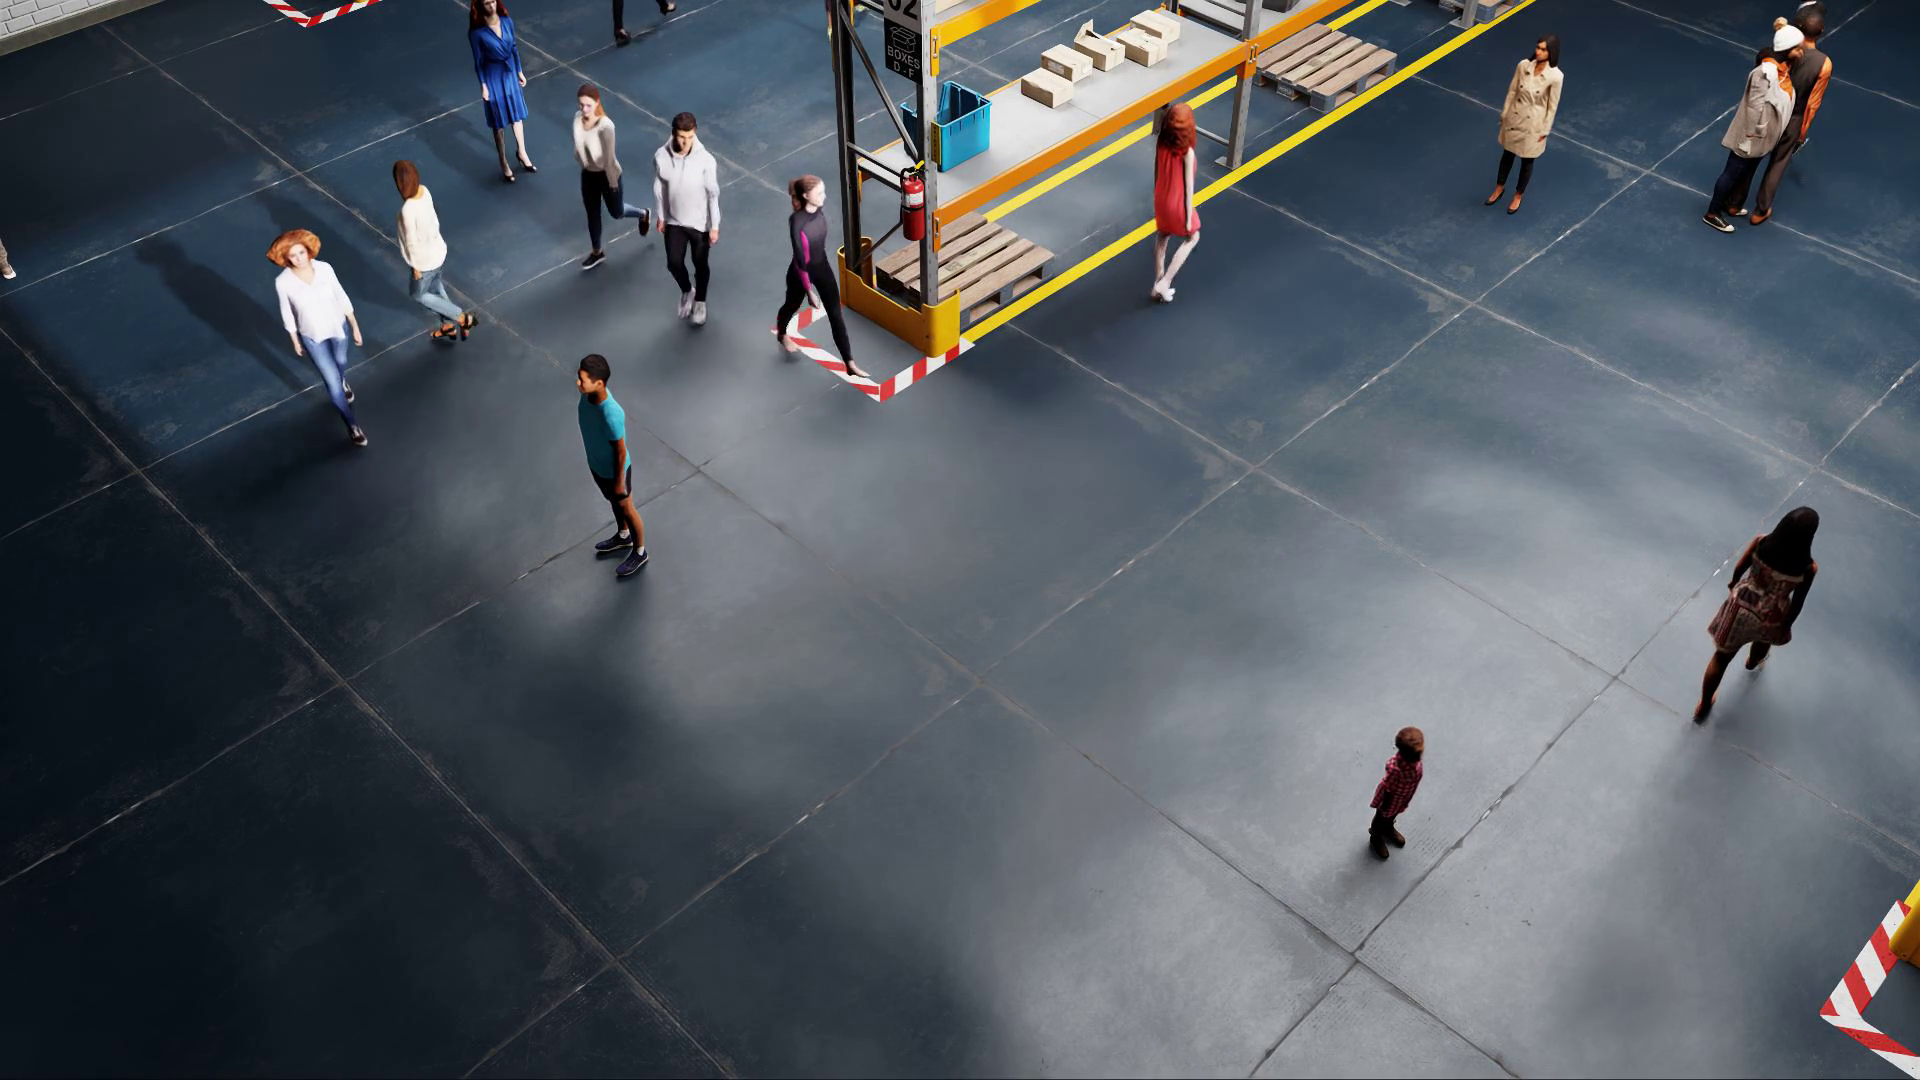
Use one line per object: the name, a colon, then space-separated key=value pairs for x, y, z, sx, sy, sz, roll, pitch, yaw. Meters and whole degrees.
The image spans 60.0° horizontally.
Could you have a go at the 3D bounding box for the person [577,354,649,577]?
person: x=-2.369 y=-0.529 z=11.285 sx=0.578 sy=1.776 sz=0.649 roll=-26 pitch=49 yaw=-24

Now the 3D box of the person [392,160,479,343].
person: x=-4.143 y=-2.238 z=13.157 sx=0.861 sy=1.669 sz=0.800 roll=3 pitch=44 yaw=3

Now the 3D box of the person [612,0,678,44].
person: x=-3.438 y=-5.928 z=16.986 sx=0.789 sy=1.730 sz=1.202 roll=23 pitch=48 yaw=23

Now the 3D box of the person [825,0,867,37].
person: x=-1.272 y=-6.053 z=17.136 sx=0.876 sy=1.704 sz=1.189 roll=16 pitch=46 yaw=16

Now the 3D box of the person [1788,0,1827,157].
person: x=7.641 y=-4.273 z=15.210 sx=0.786 sy=1.783 sz=0.796 roll=-28 pitch=50 yaw=-26

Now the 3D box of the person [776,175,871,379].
person: x=-1.242 y=-2.066 z=12.970 sx=0.691 sy=1.678 sz=1.146 roll=31 pitch=51 yaw=28

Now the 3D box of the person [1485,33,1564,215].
person: x=4.994 y=-3.675 z=14.656 sx=0.627 sy=1.682 sz=0.502 roll=34 pitch=53 yaw=31

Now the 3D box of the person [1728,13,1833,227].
person: x=7.136 y=-3.660 z=14.475 sx=0.709 sy=1.909 sz=0.631 roll=29 pitch=51 yaw=27

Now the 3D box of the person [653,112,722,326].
person: x=-2.162 y=-2.636 z=13.398 sx=0.820 sy=1.912 sz=0.867 roll=2 pitch=44 yaw=2

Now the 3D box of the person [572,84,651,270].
person: x=-2.971 y=-3.101 z=14.055 sx=0.754 sy=1.680 sz=1.030 roll=28 pitch=50 yaw=26

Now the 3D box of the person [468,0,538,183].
person: x=-4.144 y=-4.130 z=15.028 sx=0.662 sy=1.828 sz=0.493 roll=34 pitch=53 yaw=31

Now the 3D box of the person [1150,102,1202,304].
person: x=1.669 y=-2.672 z=13.505 sx=0.633 sy=1.817 sz=0.652 roll=-29 pitch=51 yaw=-27

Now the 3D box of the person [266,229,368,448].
person: x=-4.807 y=-1.619 z=12.505 sx=1.095 sy=1.673 sz=0.837 roll=-25 pitch=49 yaw=-24

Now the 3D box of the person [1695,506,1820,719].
person: x=4.910 y=0.490 z=10.337 sx=0.689 sy=1.608 sz=1.062 roll=29 pitch=51 yaw=27

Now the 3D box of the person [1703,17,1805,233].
person: x=6.899 y=-3.620 z=14.447 sx=0.769 sy=1.891 sz=0.629 roll=28 pitch=50 yaw=26

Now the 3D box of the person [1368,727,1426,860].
person: x=2.573 y=1.450 z=9.755 sx=0.405 sy=1.021 sz=0.514 roll=-27 pitch=50 yaw=-25
